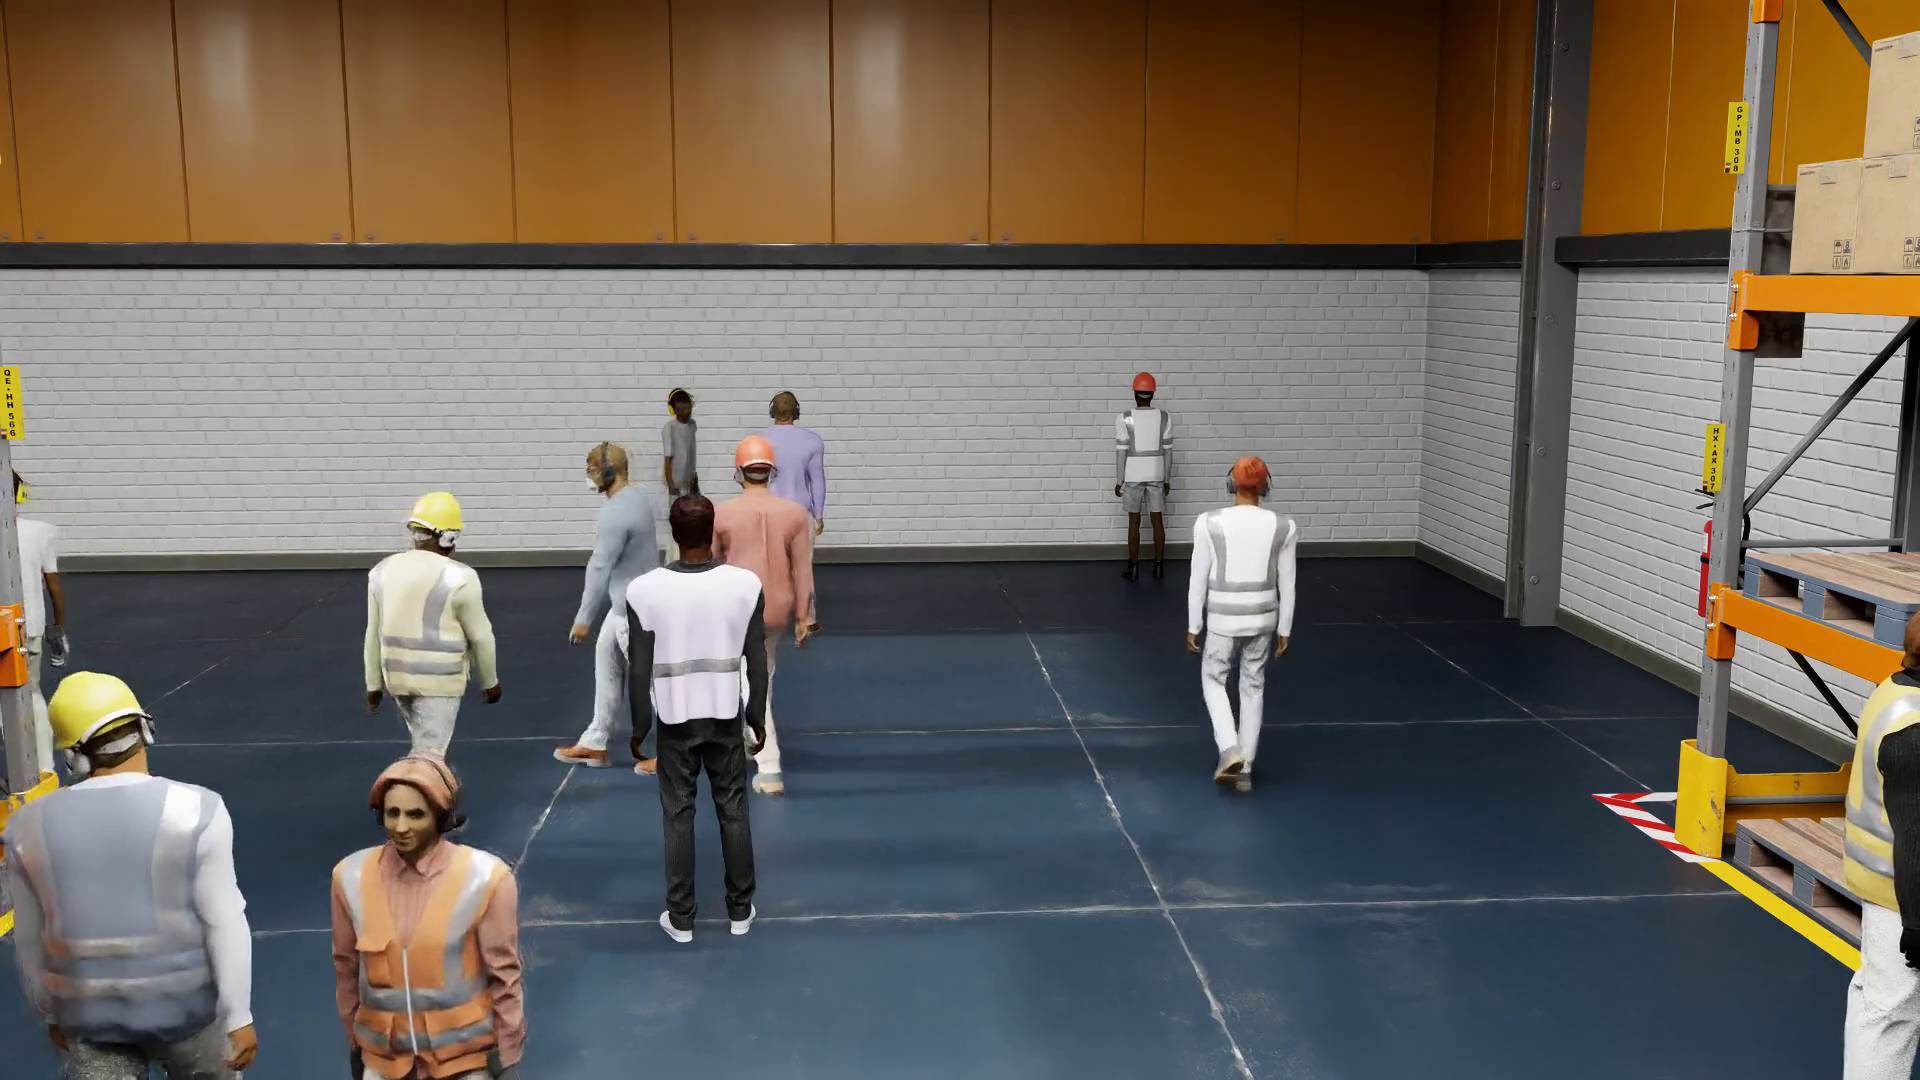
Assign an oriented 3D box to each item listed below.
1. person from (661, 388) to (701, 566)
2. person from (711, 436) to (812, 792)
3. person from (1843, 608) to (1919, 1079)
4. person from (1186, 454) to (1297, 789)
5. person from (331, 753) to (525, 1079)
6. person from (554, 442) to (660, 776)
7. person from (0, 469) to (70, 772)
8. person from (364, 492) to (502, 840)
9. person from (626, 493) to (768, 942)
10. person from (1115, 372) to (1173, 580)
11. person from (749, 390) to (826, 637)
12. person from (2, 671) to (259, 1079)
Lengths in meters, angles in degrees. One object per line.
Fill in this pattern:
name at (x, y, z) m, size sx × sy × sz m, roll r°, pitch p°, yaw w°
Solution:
person at (-2.559, -0.472, 15.117) m, size 0.472 × 1.831 × 0.614 m, roll 3°, pitch 9°, yaw 18°
person at (-1.162, 0.391, 9.331) m, size 0.622 × 1.946 × 1.029 m, roll -5°, pitch 10°, yaw -27°
person at (2.988, 1.098, 5.192) m, size 0.429 × 1.839 × 0.634 m, roll 4°, pitch 10°, yaw 25°
person at (1.539, 0.460, 9.111) m, size 0.599 × 1.865 × 0.455 m, roll 0°, pitch 9°, yaw -1°
person at (-1.368, 1.338, 4.361) m, size 0.518 × 1.625 × 0.433 m, roll 1°, pitch 9°, yaw 3°
person at (-1.962, 0.402, 9.376) m, size 0.914 × 1.891 × 0.655 m, roll 0°, pitch 9°, yaw -1°
person at (-5.079, 0.513, 8.850) m, size 0.495 × 1.854 × 0.512 m, roll 7°, pitch 12°, yaw 38°
person at (-2.510, 0.665, 8.048) m, size 0.602 × 1.794 × 0.777 m, roll 4°, pitch 10°, yaw 25°
person at (-1.108, 0.759, 7.083) m, size 0.592 × 1.916 × 0.375 m, roll -3°, pitch 9°, yaw -16°
person at (1.705, -0.594, 15.505) m, size 0.545 × 1.939 × 0.373 m, roll -1°, pitch 9°, yaw -7°
person at (-1.362, -0.198, 13.023) m, size 0.629 × 1.940 × 0.379 m, roll 0°, pitch 9°, yaw 2°
person at (-2.202, 1.223, 4.581) m, size 0.628 × 1.784 × 0.772 m, roll -1°, pitch 9°, yaw -5°
